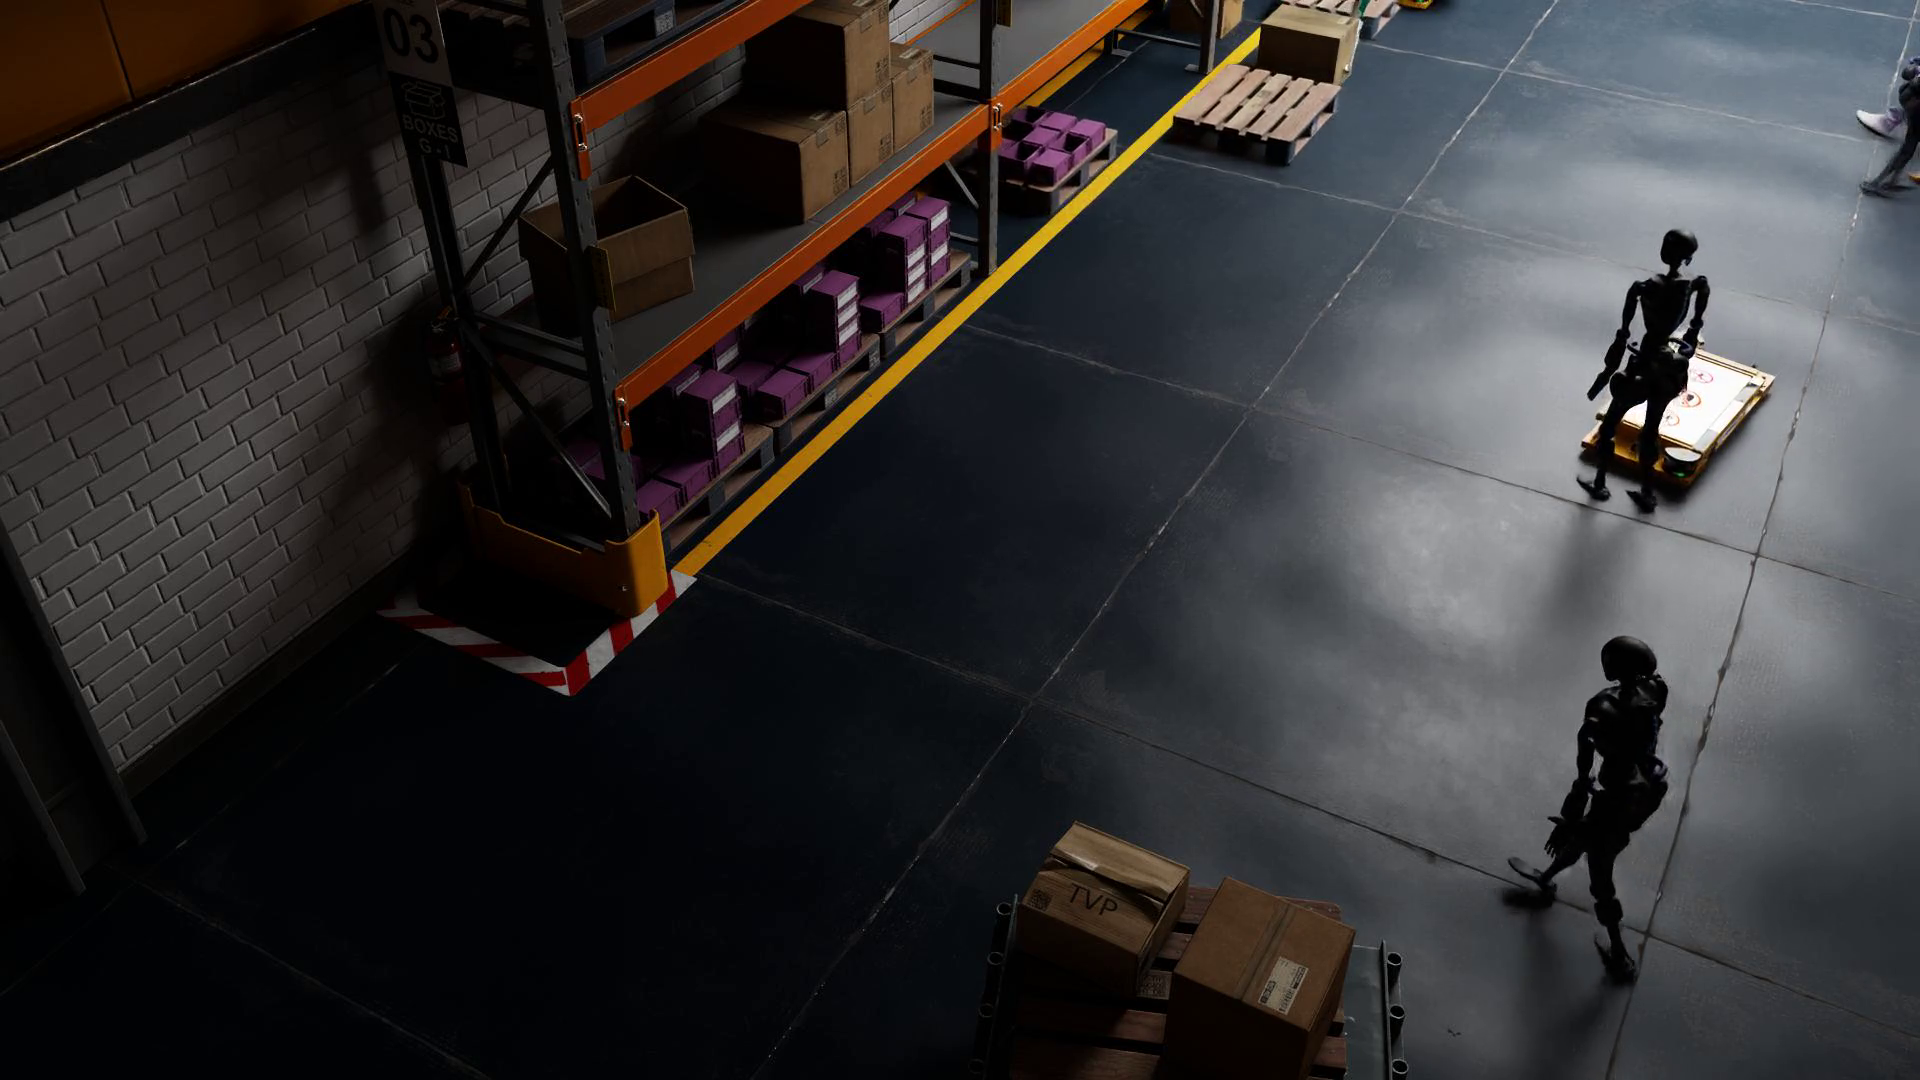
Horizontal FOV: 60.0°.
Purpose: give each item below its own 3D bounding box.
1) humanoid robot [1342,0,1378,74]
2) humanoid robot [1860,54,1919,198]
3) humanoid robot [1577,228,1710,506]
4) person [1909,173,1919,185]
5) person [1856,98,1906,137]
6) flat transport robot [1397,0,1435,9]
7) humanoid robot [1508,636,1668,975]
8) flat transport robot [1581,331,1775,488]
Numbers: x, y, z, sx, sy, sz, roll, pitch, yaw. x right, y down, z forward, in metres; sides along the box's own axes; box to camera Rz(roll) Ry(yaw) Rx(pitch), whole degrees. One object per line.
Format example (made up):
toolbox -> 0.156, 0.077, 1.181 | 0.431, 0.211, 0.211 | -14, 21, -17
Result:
humanoid robot -> 3.460, -4.831, 14.086 | 0.576, 1.729, 1.023 | 17, 42, 20
humanoid robot -> 7.095, -3.326, 12.262 | 0.429, 1.647, 0.610 | 6, 39, 8
humanoid robot -> 3.854, -0.929, 9.276 | 0.613, 1.644, 0.464 | -11, 40, -13
person -> 7.478, -3.277, 12.035 | 0.593, 1.870, 0.800 | -13, 41, -16
person -> 7.734, -3.886, 12.818 | 0.714, 1.838, 1.013 | -22, 44, -26
flat transport robot -> 4.399, -5.492, 16.085 | 0.659, 0.231, 1.431 | 19, 42, 22
humanoid robot -> 2.682, 1.062, 6.801 | 0.587, 1.630, 0.697 | -27, 46, -30
flat transport robot -> 4.450, -0.825, 10.250 | 0.659, 0.231, 1.431 | 28, 46, 30
